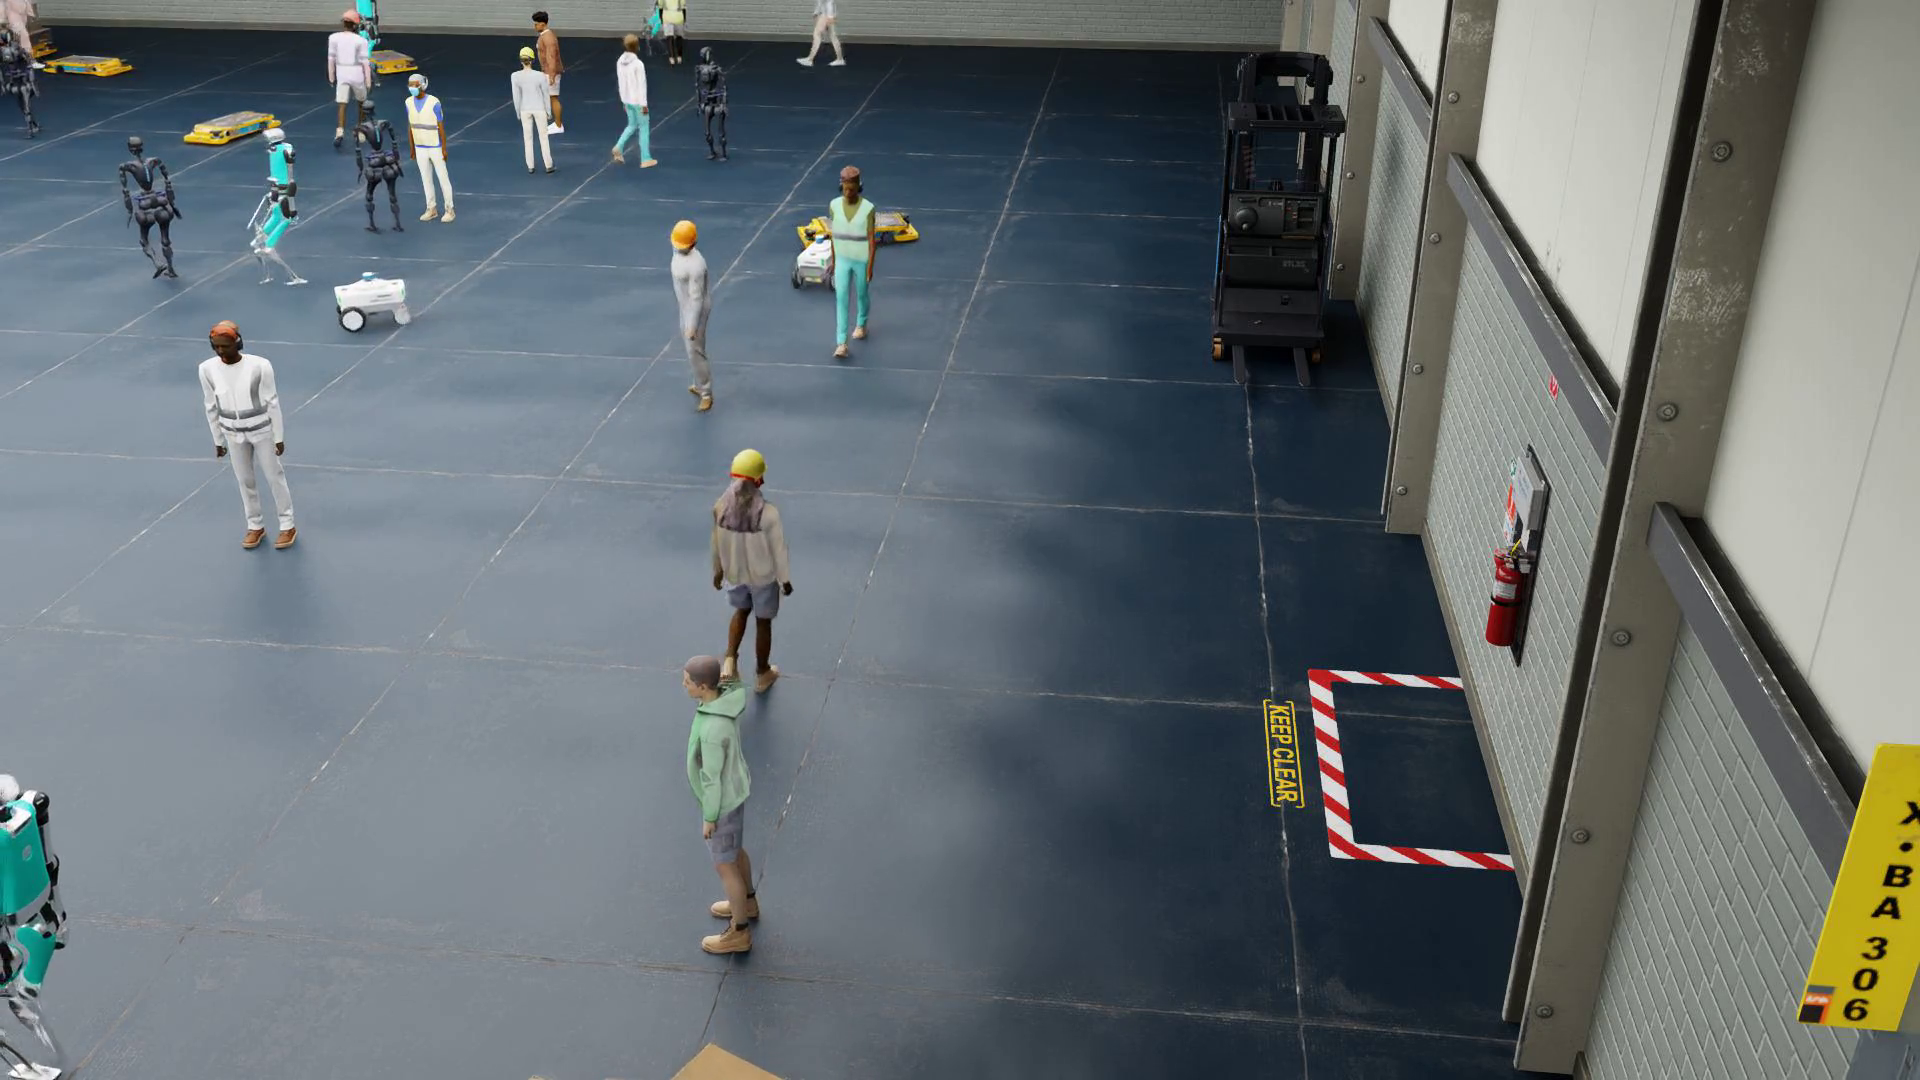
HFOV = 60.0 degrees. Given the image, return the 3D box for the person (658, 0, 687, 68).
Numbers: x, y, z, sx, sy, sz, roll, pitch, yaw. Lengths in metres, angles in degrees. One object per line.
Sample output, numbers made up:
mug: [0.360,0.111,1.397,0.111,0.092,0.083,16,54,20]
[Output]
person: [-5.308,-9.614,30.790,0.531,1.653,0.902,-3,27,-6]

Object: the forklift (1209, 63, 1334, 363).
forklift: [3.241,-3.477,17.183,1.129,2.768,1.873,3,27,6]

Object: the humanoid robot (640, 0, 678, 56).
humanoid robot: [-5.784,-10.011,31.470,0.890,1.755,0.565,-15,30,-27]

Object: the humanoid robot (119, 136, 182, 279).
humanoid robot: [-9.334,-3.839,19.228,0.374,1.642,0.615,22,34,37]

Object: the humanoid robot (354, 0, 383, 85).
humanoid robot: [-10.498,-8.822,29.118,0.532,1.812,0.670,14,30,26]

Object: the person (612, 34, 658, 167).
person: [-4.718,-6.278,23.865,0.494,1.902,0.604,19,32,33]

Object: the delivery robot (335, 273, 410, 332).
delivery robot: [-6.387,-2.577,17.985,0.803,0.614,0.499,-10,28,-20]

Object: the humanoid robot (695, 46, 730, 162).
humanoid robot: [-3.599,-6.360,24.261,0.598,1.651,0.316,12,29,22]

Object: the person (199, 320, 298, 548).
person: [-5.554,-0.818,12.985,0.565,1.879,0.351,-1,27,-3]

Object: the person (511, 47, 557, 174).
person: [-6.066,-6.101,23.652,0.523,1.763,0.321,0,27,0]

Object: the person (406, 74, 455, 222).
person: [-6.831,-5.050,21.422,0.521,1.886,0.395,6,27,11]

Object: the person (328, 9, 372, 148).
person: [-9.212,-6.927,25.062,0.691,1.984,0.961,-1,27,-2]

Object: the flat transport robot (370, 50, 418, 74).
flat transport robot: [-10.643,-8.867,30.840,0.659,0.231,1.431,-19,32,-33]

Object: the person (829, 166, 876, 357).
person: [-1.106,-2.883,17.055,0.499,1.916,1.061,3,27,6]

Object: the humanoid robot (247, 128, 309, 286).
humanoid robot: [-7.907,-3.748,19.001,0.531,1.796,0.793,23,35,38]

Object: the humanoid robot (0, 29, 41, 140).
humanoid robot: [-14.543,-7.078,25.751,0.601,1.639,0.762,0,27,0]

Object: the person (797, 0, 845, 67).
person: [-2.592,-9.692,30.743,0.945,1.828,0.506,-2,27,-4]

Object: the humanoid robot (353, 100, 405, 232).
humanoid robot: [-7.333,-4.718,20.991,0.588,1.647,0.475,-21,34,-36]

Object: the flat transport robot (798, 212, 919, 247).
flat transport robot: [-1.285,-3.902,20.928,1.431,0.231,0.659,-6,27,-12]

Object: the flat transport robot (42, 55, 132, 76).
flat transport robot: [-16.011,-8.690,30.487,1.431,0.231,0.659,8,28,16]

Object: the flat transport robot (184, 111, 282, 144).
flat transport robot: [-11.375,-6.453,26.022,0.659,0.231,1.431,9,28,17]

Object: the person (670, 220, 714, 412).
person: [-2.553,-2.157,15.687,0.360,1.861,0.709,-12,29,-23]

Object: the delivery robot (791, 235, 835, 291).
delivery robot: [-1.622,-3.214,19.246,0.499,0.605,0.799,6,27,12]

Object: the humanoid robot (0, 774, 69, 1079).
humanoid robot: [-4.535,1.911,7.794,0.727,1.879,0.543,4,27,7]

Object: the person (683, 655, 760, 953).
person: [-1.253,1.374,8.769,0.316,1.732,0.476,-1,27,-3]

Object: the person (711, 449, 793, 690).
person: [-1.390,0.229,11.024,0.538,1.752,0.438,9,28,17]

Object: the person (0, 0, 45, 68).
person: [-17.474,-9.676,30.699,0.922,1.847,0.653,2,27,4]

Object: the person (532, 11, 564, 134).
person: [-6.392,-7.304,25.966,0.419,1.842,0.793,-11,28,-20]

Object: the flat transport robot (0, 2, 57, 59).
flat transport robot: [-18.209,-9.400,31.905,1.431,0.231,0.659,1,27,3]

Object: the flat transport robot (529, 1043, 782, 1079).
flat transport robot: [-1.266,3.035,7.079,0.659,0.231,1.431,11,29,21]
